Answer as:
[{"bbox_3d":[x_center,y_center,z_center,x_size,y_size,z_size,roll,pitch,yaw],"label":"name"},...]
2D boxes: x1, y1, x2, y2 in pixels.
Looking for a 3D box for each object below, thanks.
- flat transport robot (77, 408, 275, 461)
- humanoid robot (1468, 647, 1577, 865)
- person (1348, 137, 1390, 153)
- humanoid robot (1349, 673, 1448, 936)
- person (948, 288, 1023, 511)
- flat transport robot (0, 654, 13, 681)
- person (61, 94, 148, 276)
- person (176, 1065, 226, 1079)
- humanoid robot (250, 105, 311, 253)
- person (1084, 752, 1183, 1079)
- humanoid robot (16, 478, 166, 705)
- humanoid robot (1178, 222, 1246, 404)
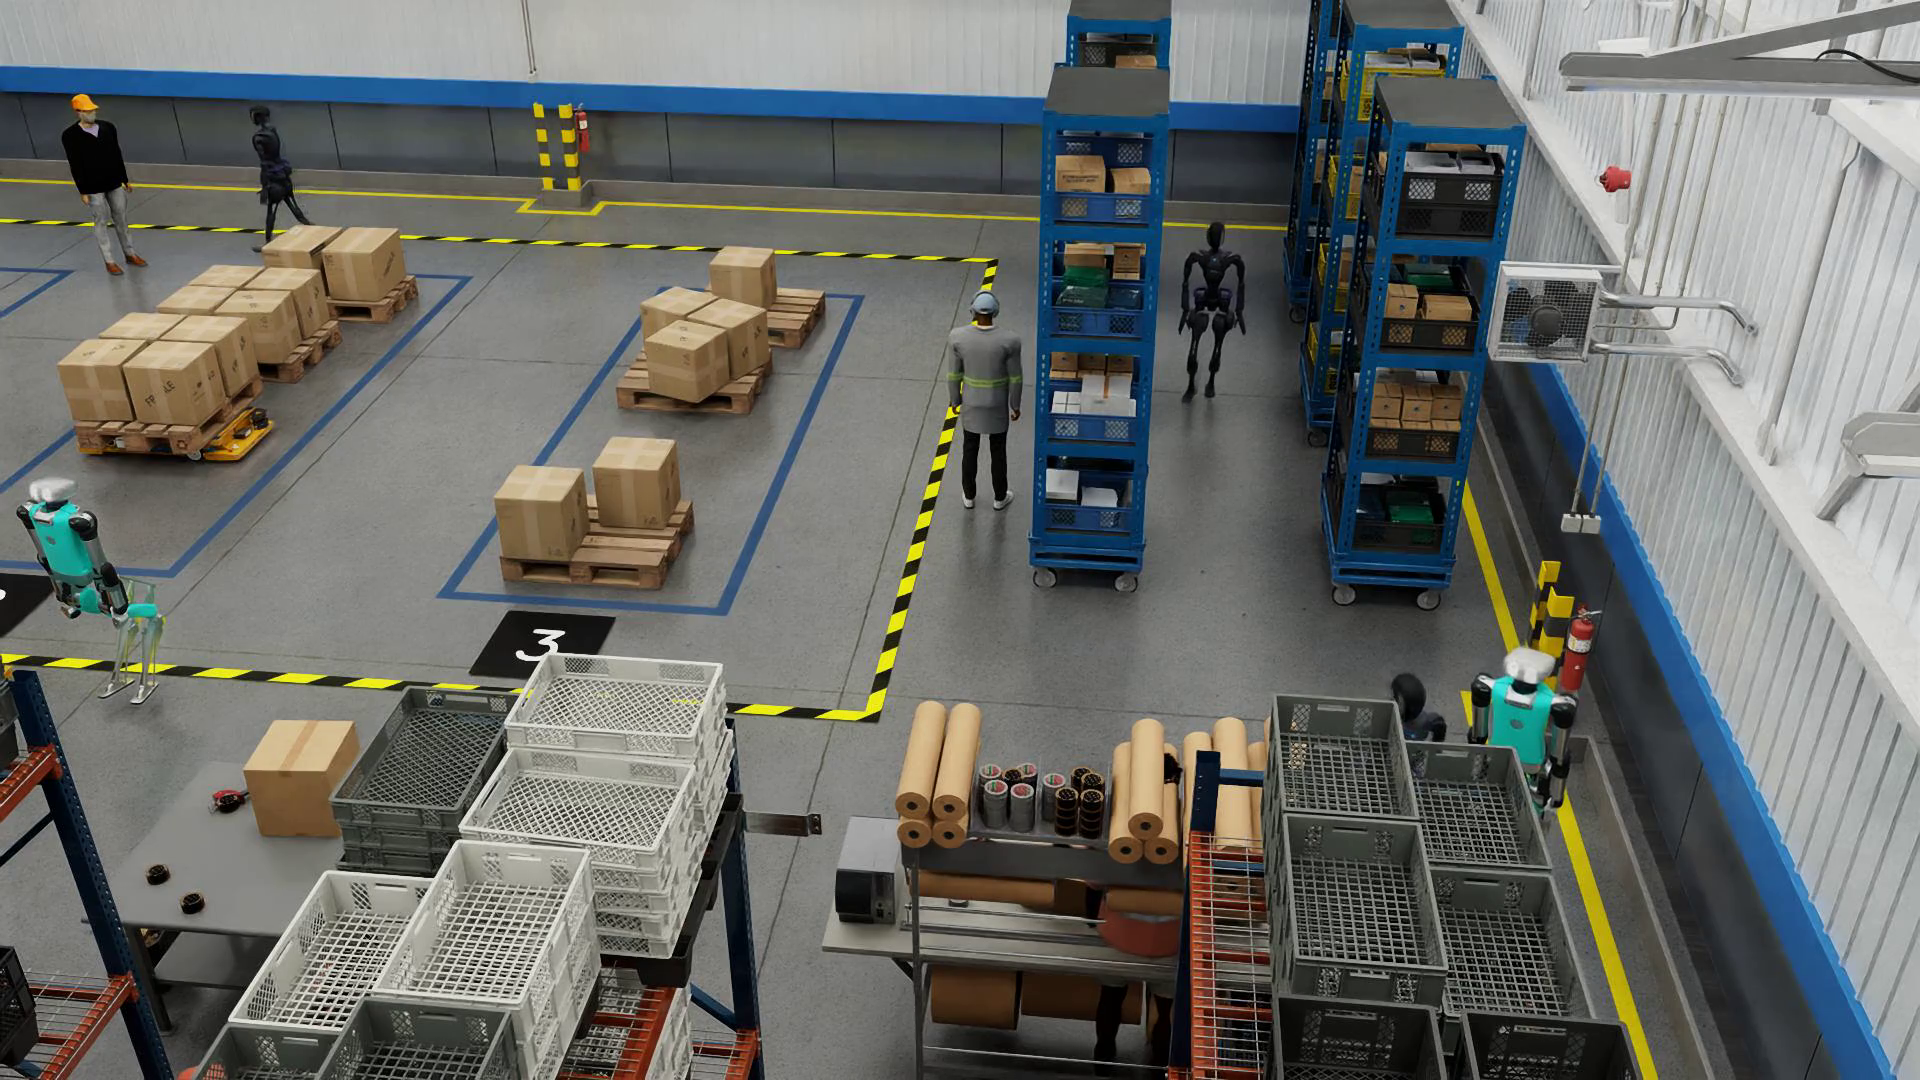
[{"bbox_3d":[-6.728,-0.944,14.268,1.431,0.197,0.652,3,30,6],"label":"flat transport robot"},{"bbox_3d":[3.078,1.250,9.113,0.568,1.811,0.855,17,34,27],"label":"humanoid robot"},{"bbox_3d":[4.258,-3.699,17.374,0.372,1.934,0.626,-24,38,-35],"label":"person"},{"bbox_3d":[2.303,1.418,8.827,0.609,1.648,0.348,-9,31,-16],"label":"humanoid robot"},{"bbox_3d":[0.201,-1.092,12.975,0.588,1.852,0.369,5,31,8],"label":"person"},{"bbox_3d":[-7.142,0.969,11.010,1.431,0.231,0.659,3,30,6],"label":"flat transport robot"},{"bbox_3d":[-9.016,-3.745,17.502,0.362,1.884,0.586,18,35,28],"label":"person"},{"bbox_3d":[-2.608,2.726,6.230,0.389,2.040,0.613,-3,30,-5],"label":"person"},{"bbox_3d":[-7.421,-3.918,18.052,0.794,1.623,0.587,-2,30,-3],"label":"humanoid robot"},{"bbox_3d":[0.876,1.830,7.853,0.603,1.957,0.369,8,31,13],"label":"person"},{"bbox_3d":[-5.439,0.251,10.646,0.533,1.681,0.735,9,31,16],"label":"humanoid robot"},{"bbox_3d":[2.248,-2.007,14.724,0.602,1.650,0.496,5,31,8],"label":"humanoid robot"}]
